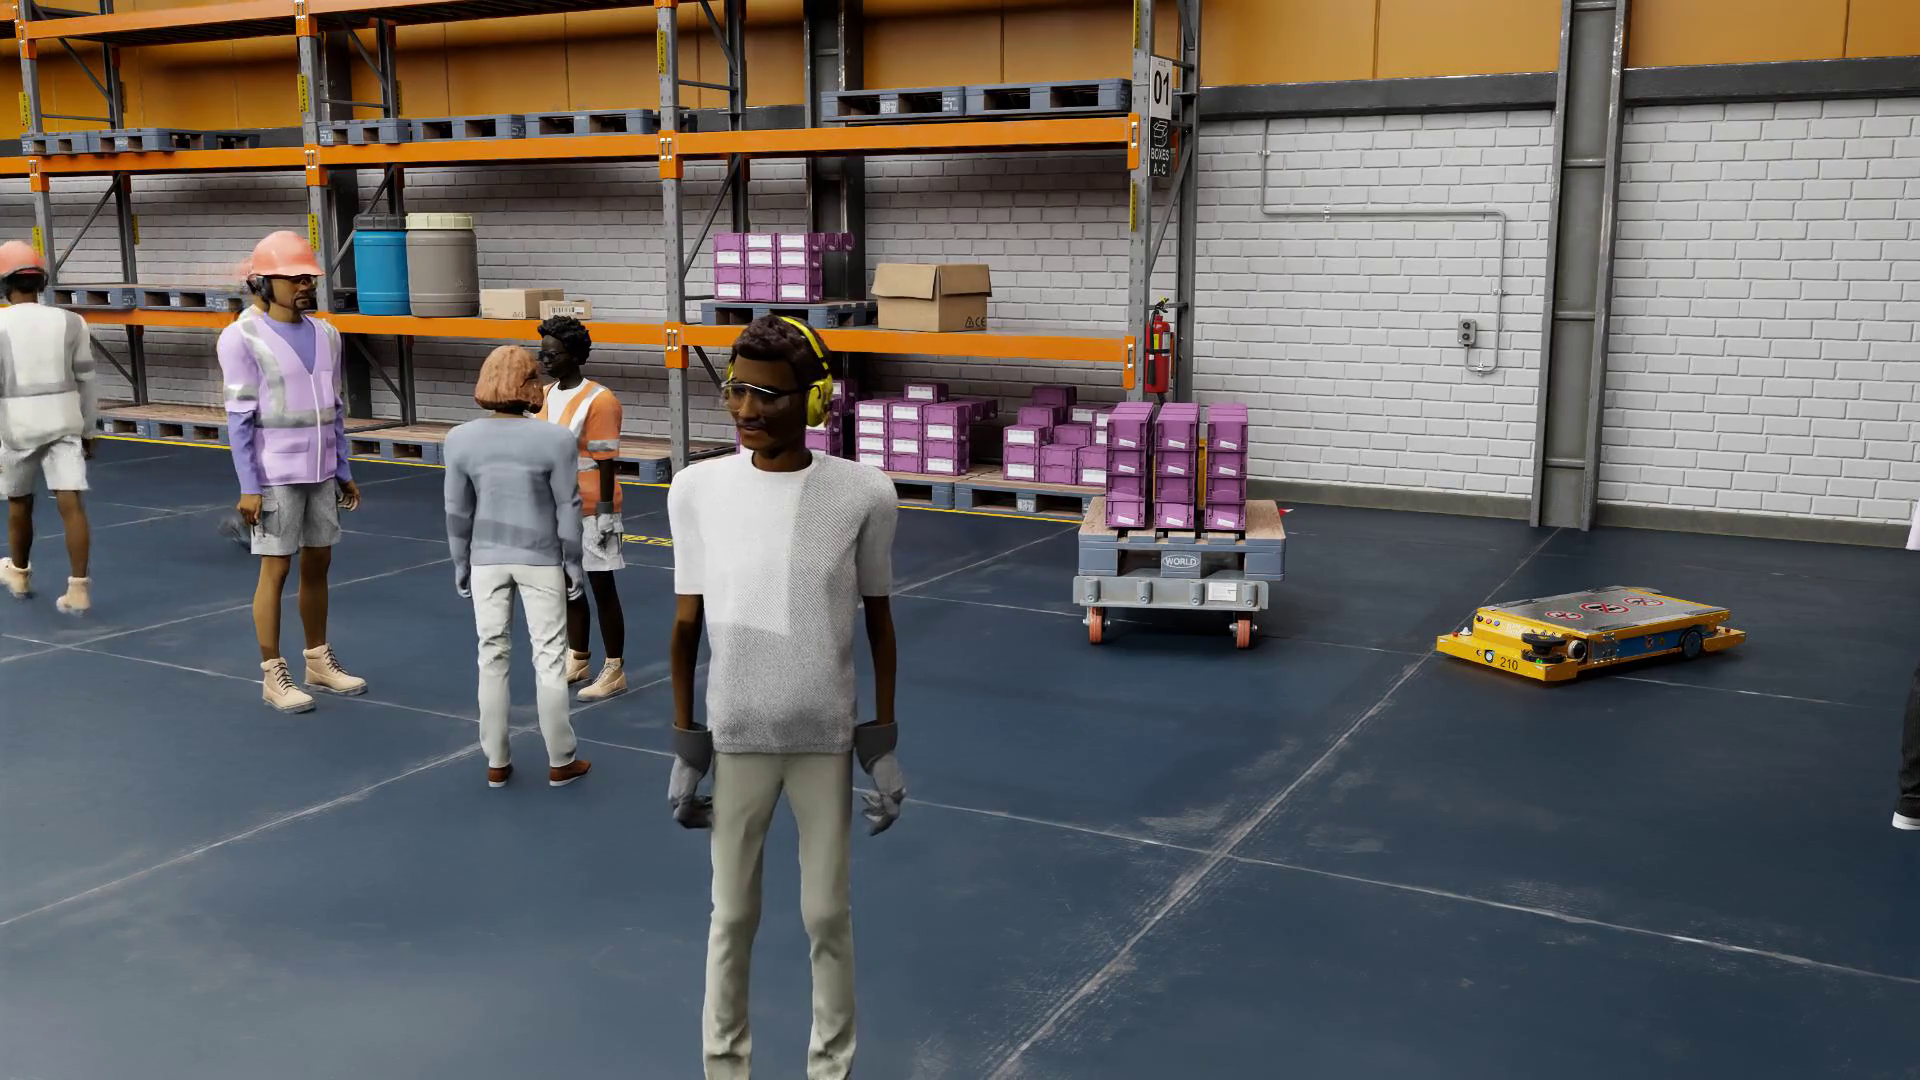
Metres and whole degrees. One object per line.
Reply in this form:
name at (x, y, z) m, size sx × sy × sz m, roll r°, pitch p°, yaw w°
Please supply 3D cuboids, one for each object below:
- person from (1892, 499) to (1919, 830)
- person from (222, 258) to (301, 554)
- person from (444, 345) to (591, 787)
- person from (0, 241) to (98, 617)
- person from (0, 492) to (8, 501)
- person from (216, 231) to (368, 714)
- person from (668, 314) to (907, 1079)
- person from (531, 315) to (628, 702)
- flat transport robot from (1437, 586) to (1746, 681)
person at (3.338, 0.084, 5.451) m, size 0.372 × 1.916 × 0.596 m, roll 1°, pitch 10°, yaw 7°
person at (-4.363, -0.835, 10.489) m, size 0.444 × 1.923 × 0.543 m, roll -3°, pitch 11°, yaw -14°
person at (-1.626, 0.104, 6.119) m, size 0.501 × 1.633 × 0.285 m, roll 1°, pitch 10°, yaw 3°
person at (-5.032, -0.608, 9.038) m, size 1.022 × 1.987 × 0.635 m, roll 10°, pitch 14°, yaw 44°
person at (-7.503, -1.211, 12.745) m, size 0.386 × 1.845 × 0.568 m, roll -8°, pitch 13°, yaw -36°
person at (-2.849, -0.293, 7.170) m, size 0.375 × 2.044 × 0.604 m, roll 5°, pitch 11°, yaw 25°
person at (-0.372, 0.452, 3.584) m, size 0.519 × 1.865 × 0.335 m, roll 0°, pitch 10°, yaw -2°
person at (-1.680, -0.138, 7.296) m, size 0.530 × 1.689 × 0.321 m, roll 7°, pitch 13°, yaw 35°
flat transport robot at (3.069, 0.432, 8.056) m, size 1.431 × 0.197 × 0.652 m, roll -6°, pitch 12°, yaw -30°
